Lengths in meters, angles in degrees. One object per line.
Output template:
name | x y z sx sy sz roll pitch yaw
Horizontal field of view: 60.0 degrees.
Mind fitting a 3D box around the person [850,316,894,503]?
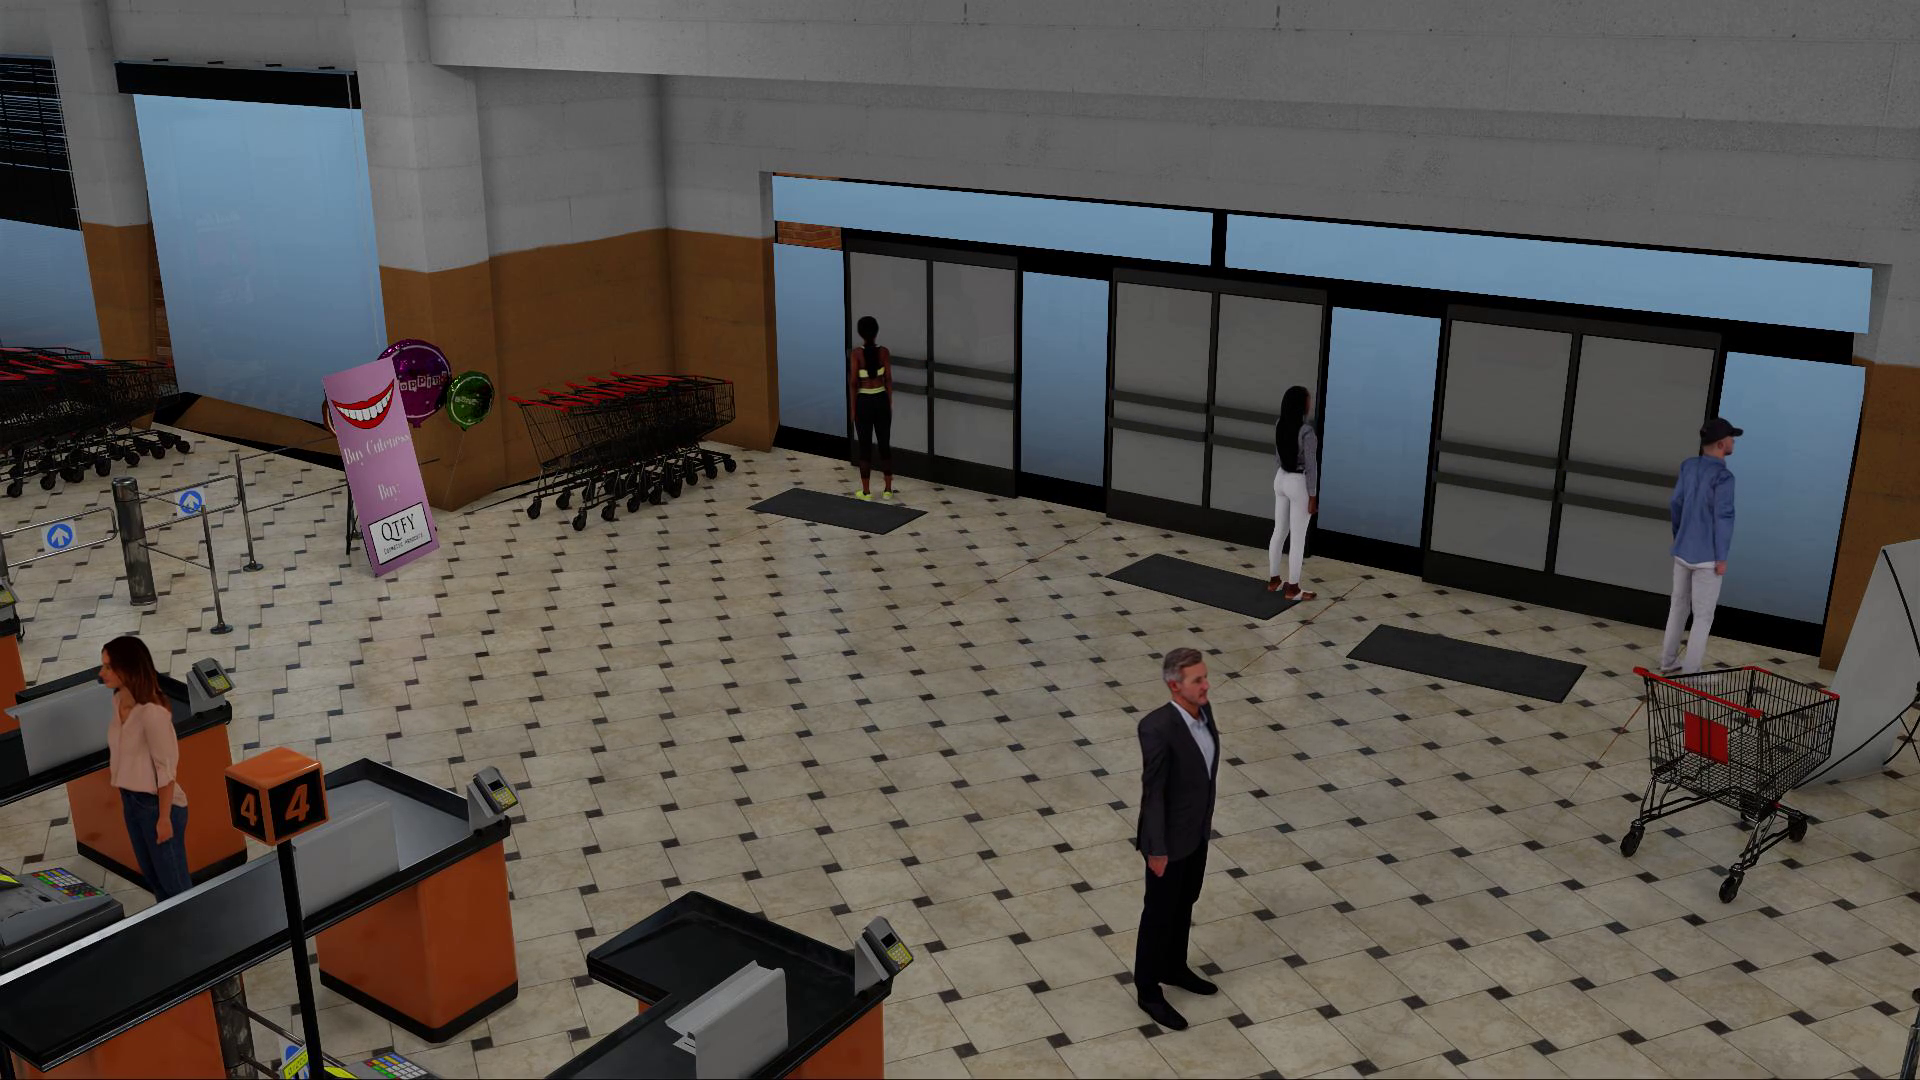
person | -0.818 -1.222 15.574 0.625 1.755 0.702 -5 19 -15

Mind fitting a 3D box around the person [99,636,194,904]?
person | -3.899 1.294 8.054 0.594 1.792 0.532 15 24 37

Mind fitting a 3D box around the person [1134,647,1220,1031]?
person | 1.023 1.351 7.806 0.769 1.842 0.517 12 22 32

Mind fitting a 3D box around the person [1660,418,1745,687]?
person | 5.133 0.071 11.533 0.772 1.887 0.734 -5 19 -14

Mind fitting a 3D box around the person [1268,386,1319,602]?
person | 2.635 -0.381 13.126 0.676 1.725 0.671 -9 21 -25
